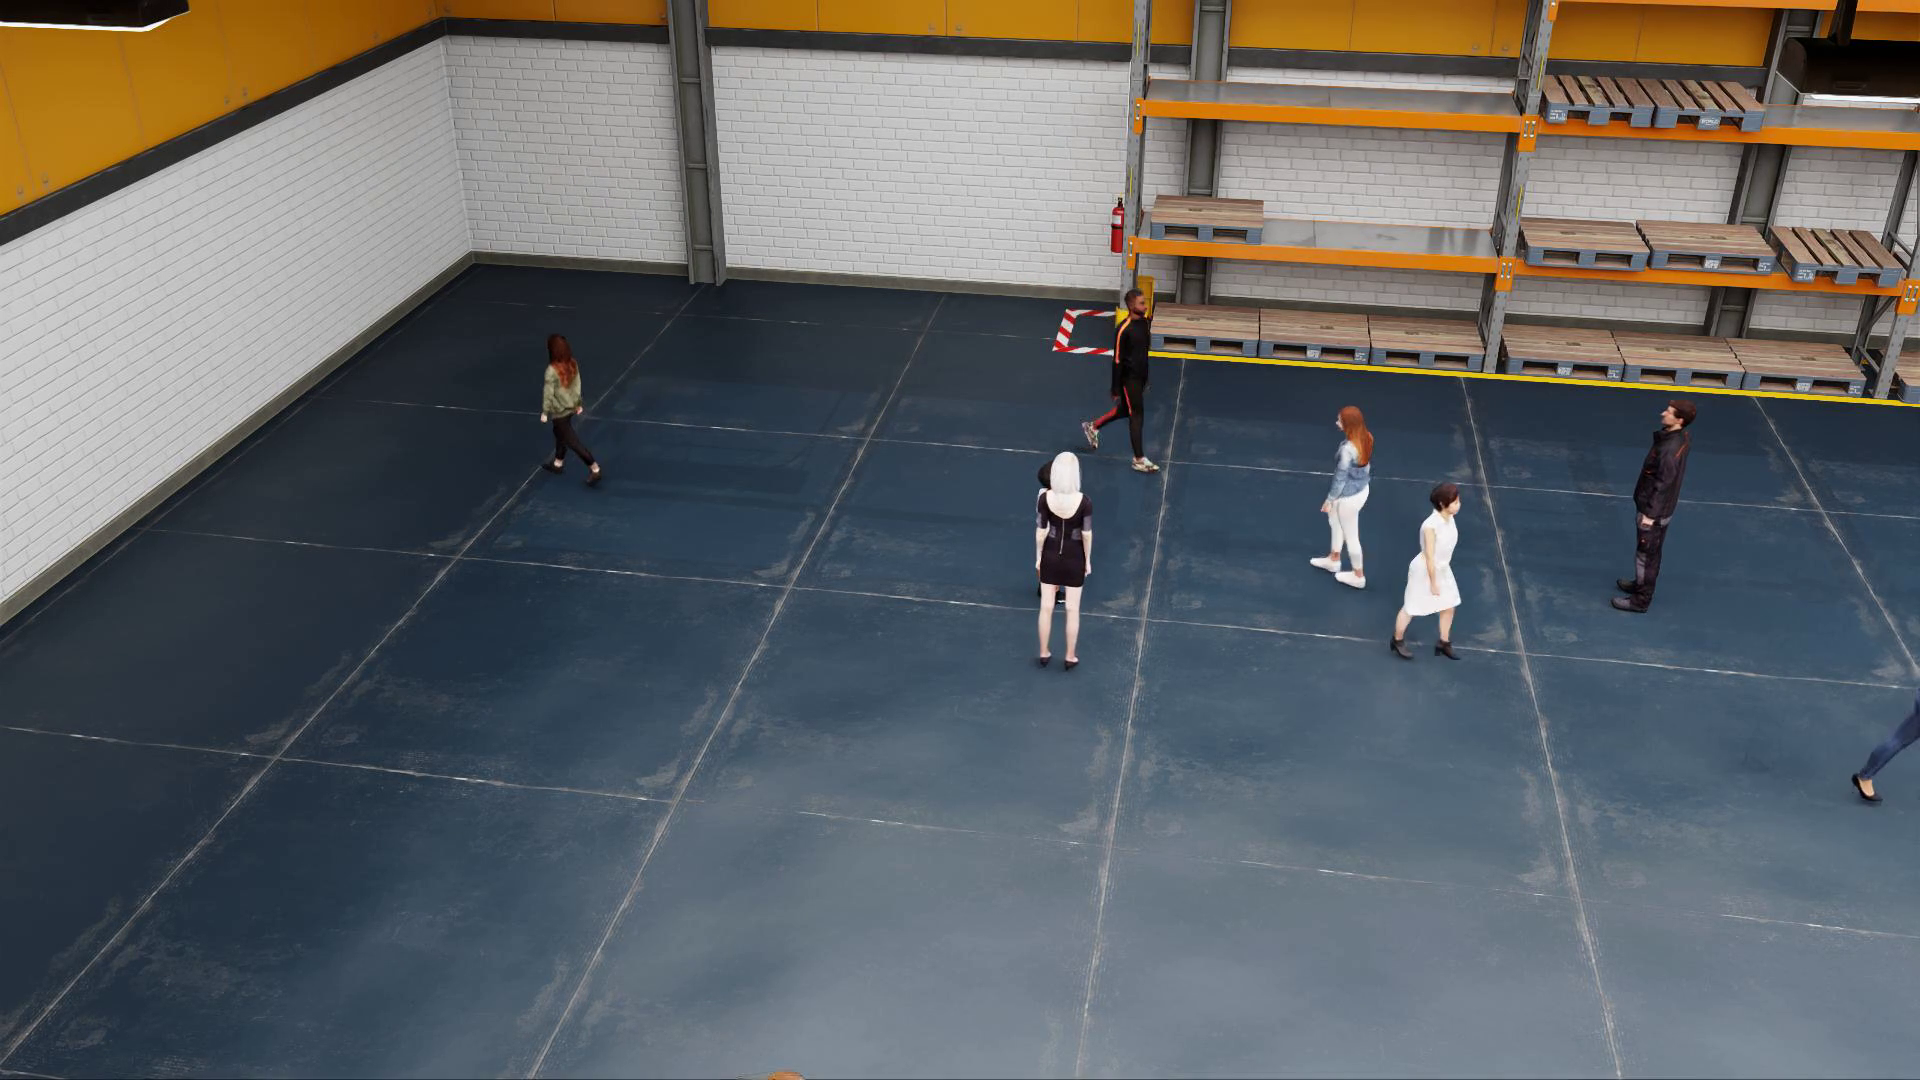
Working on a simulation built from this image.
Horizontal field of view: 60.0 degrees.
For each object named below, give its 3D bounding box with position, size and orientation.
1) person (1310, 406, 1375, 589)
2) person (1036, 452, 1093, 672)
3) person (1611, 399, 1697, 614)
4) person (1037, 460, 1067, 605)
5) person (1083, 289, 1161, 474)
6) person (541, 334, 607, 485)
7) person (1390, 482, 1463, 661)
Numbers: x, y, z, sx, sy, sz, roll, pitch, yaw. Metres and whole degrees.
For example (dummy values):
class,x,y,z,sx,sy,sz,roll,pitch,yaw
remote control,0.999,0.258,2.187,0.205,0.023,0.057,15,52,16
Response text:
class,x,y,z,sx,sy,sz,roll,pitch,yaw
person,3.289,-0.320,13.659,0.872,1.669,0.786,19,34,30
person,0.780,0.172,12.588,0.426,1.832,0.627,6,29,10
person,5.635,-0.291,13.430,0.693,1.838,0.785,14,32,24
person,0.751,-0.074,13.632,0.647,1.265,0.588,-18,33,-29
person,1.548,-1.534,15.768,1.222,1.781,0.939,18,33,30
person,-3.629,-1.188,15.485,1.013,1.445,0.686,9,30,17
person,3.539,0.237,12.780,0.876,1.535,0.770,23,36,35
